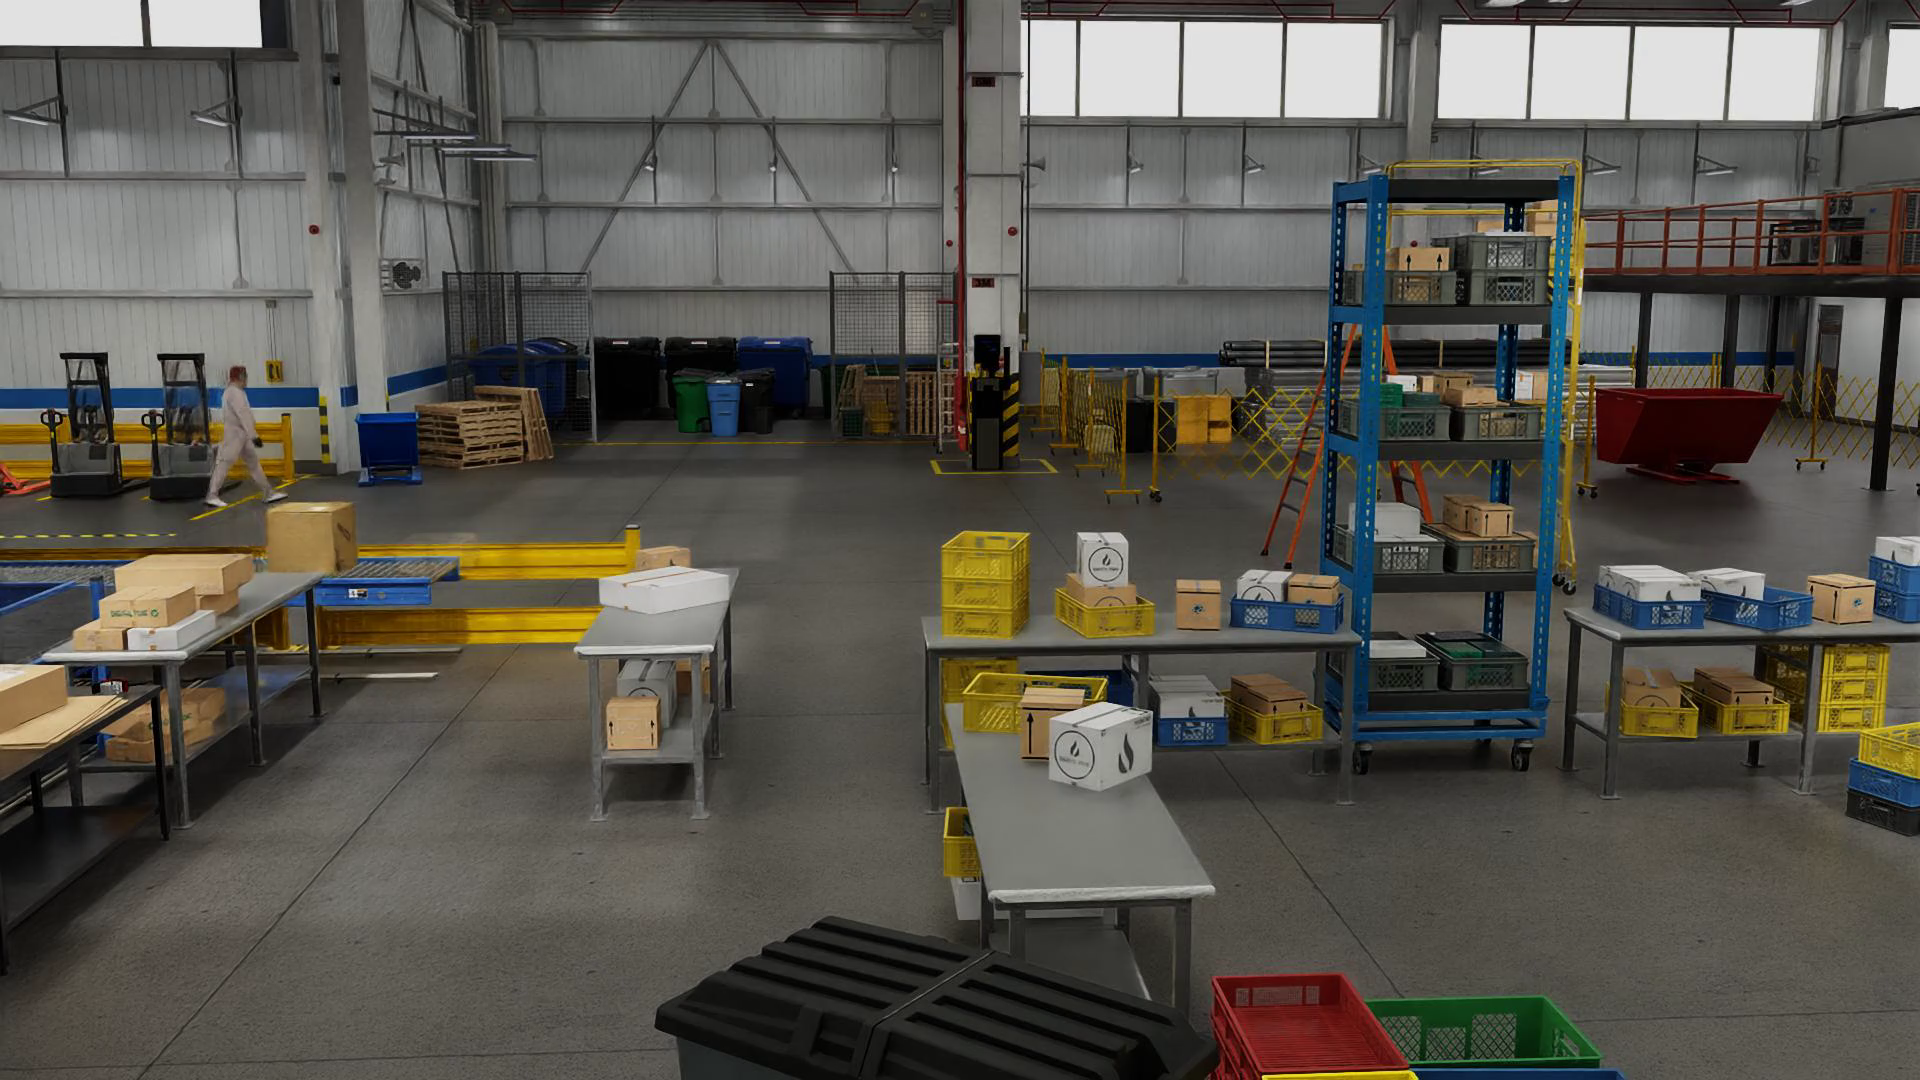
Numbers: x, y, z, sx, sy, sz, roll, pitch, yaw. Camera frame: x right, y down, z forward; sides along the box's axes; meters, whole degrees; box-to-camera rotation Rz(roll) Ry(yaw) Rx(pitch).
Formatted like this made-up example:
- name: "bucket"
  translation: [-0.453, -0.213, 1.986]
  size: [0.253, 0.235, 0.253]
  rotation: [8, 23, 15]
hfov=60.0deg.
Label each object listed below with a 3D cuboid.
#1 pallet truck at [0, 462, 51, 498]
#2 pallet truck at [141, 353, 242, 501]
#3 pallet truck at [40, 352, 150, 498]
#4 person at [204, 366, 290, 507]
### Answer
- name: "pallet truck"
  translation: [-13.193, -1.293, 23.148]
  size: [0.653, 1.274, 1.630]
  rotation: [-1, 9, -4]
- name: "pallet truck"
  translation: [-10.520, -1.604, 22.925]
  size: [0.823, 1.965, 1.885]
  rotation: [-1, 9, -6]
- name: "pallet truck"
  translation: [-11.907, -1.642, 23.165]
  size: [0.823, 1.965, 1.885]
  rotation: [0, 9, 0]
- name: "person"
  translation: [-9.467, -1.357, 21.870]
  size: [1.047, 1.839, 0.655]
  rotation: [-3, 10, -20]
